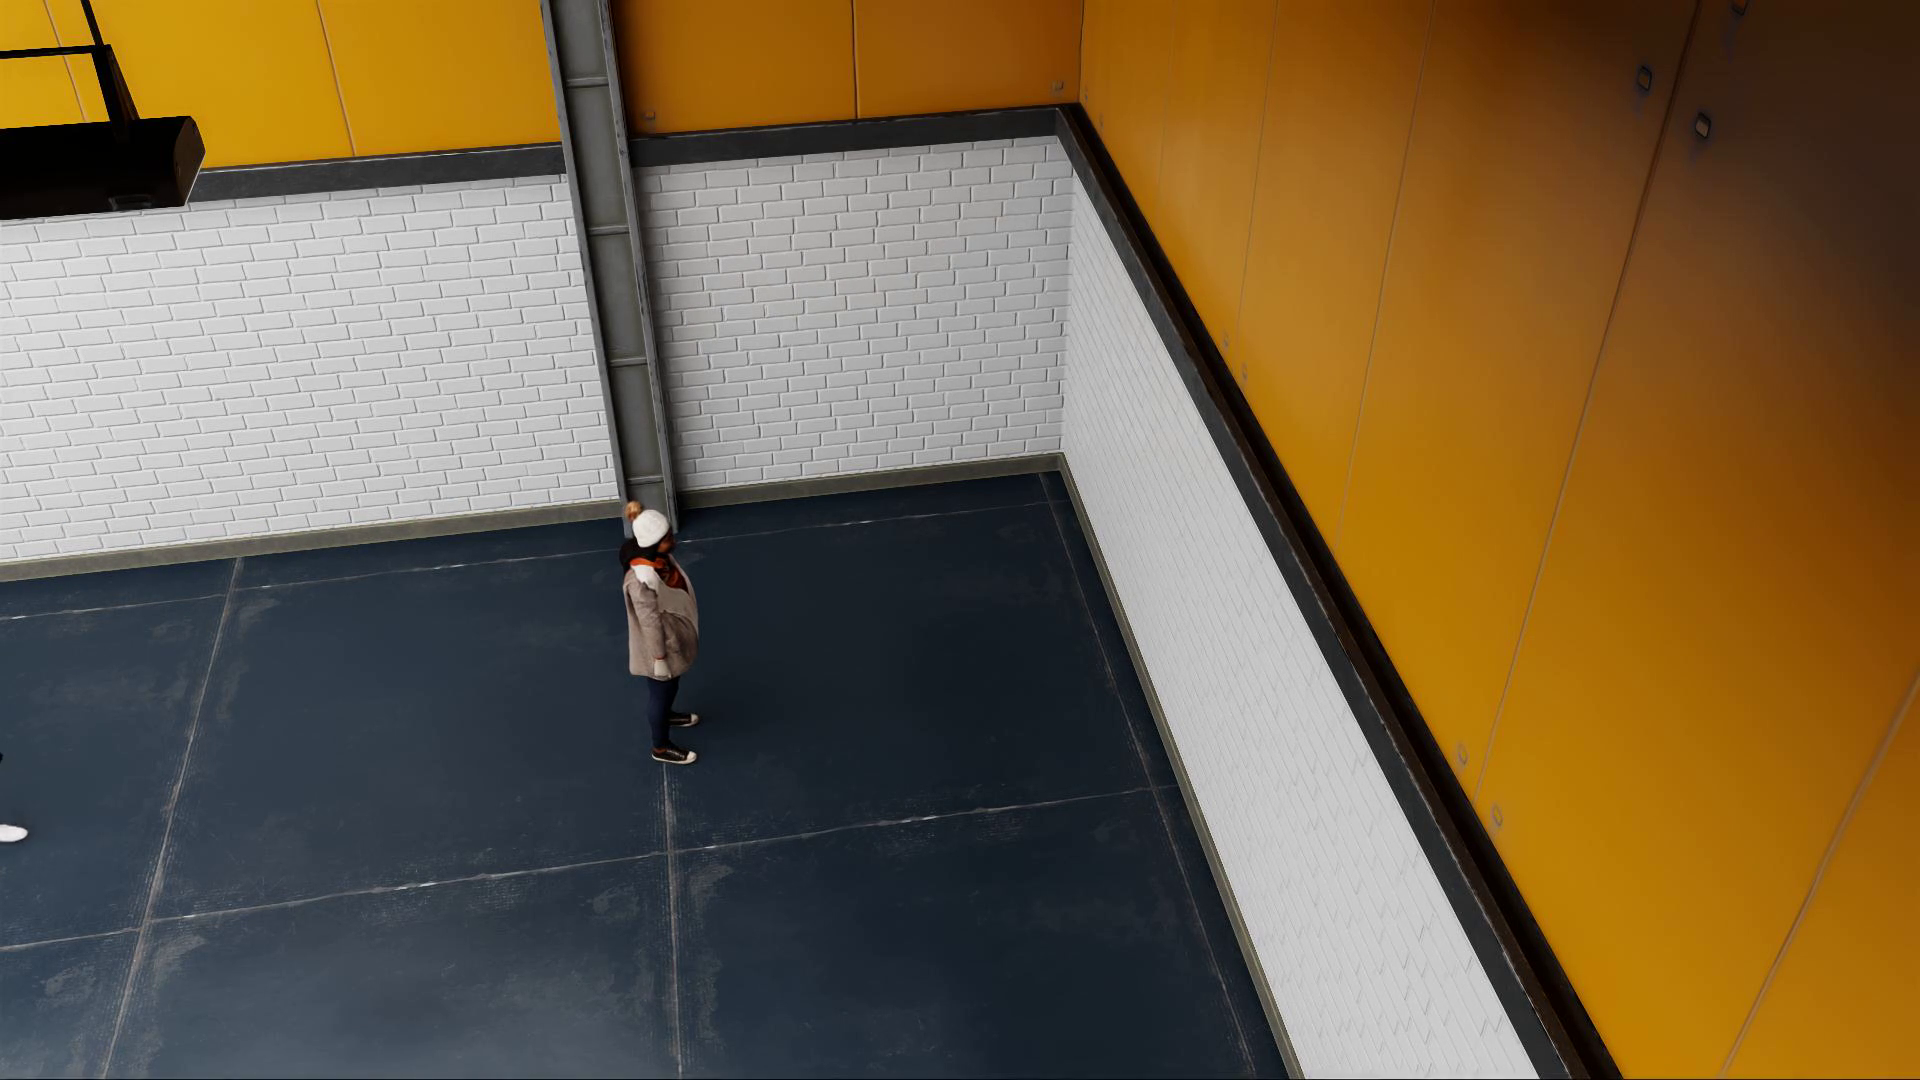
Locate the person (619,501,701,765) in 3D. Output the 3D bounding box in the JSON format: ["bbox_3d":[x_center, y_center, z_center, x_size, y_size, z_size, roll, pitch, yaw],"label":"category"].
[{"bbox_3d":[-1.849,0.543,10.145,0.680,1.895,0.718,-3,39,-3],"label":"person"}]
